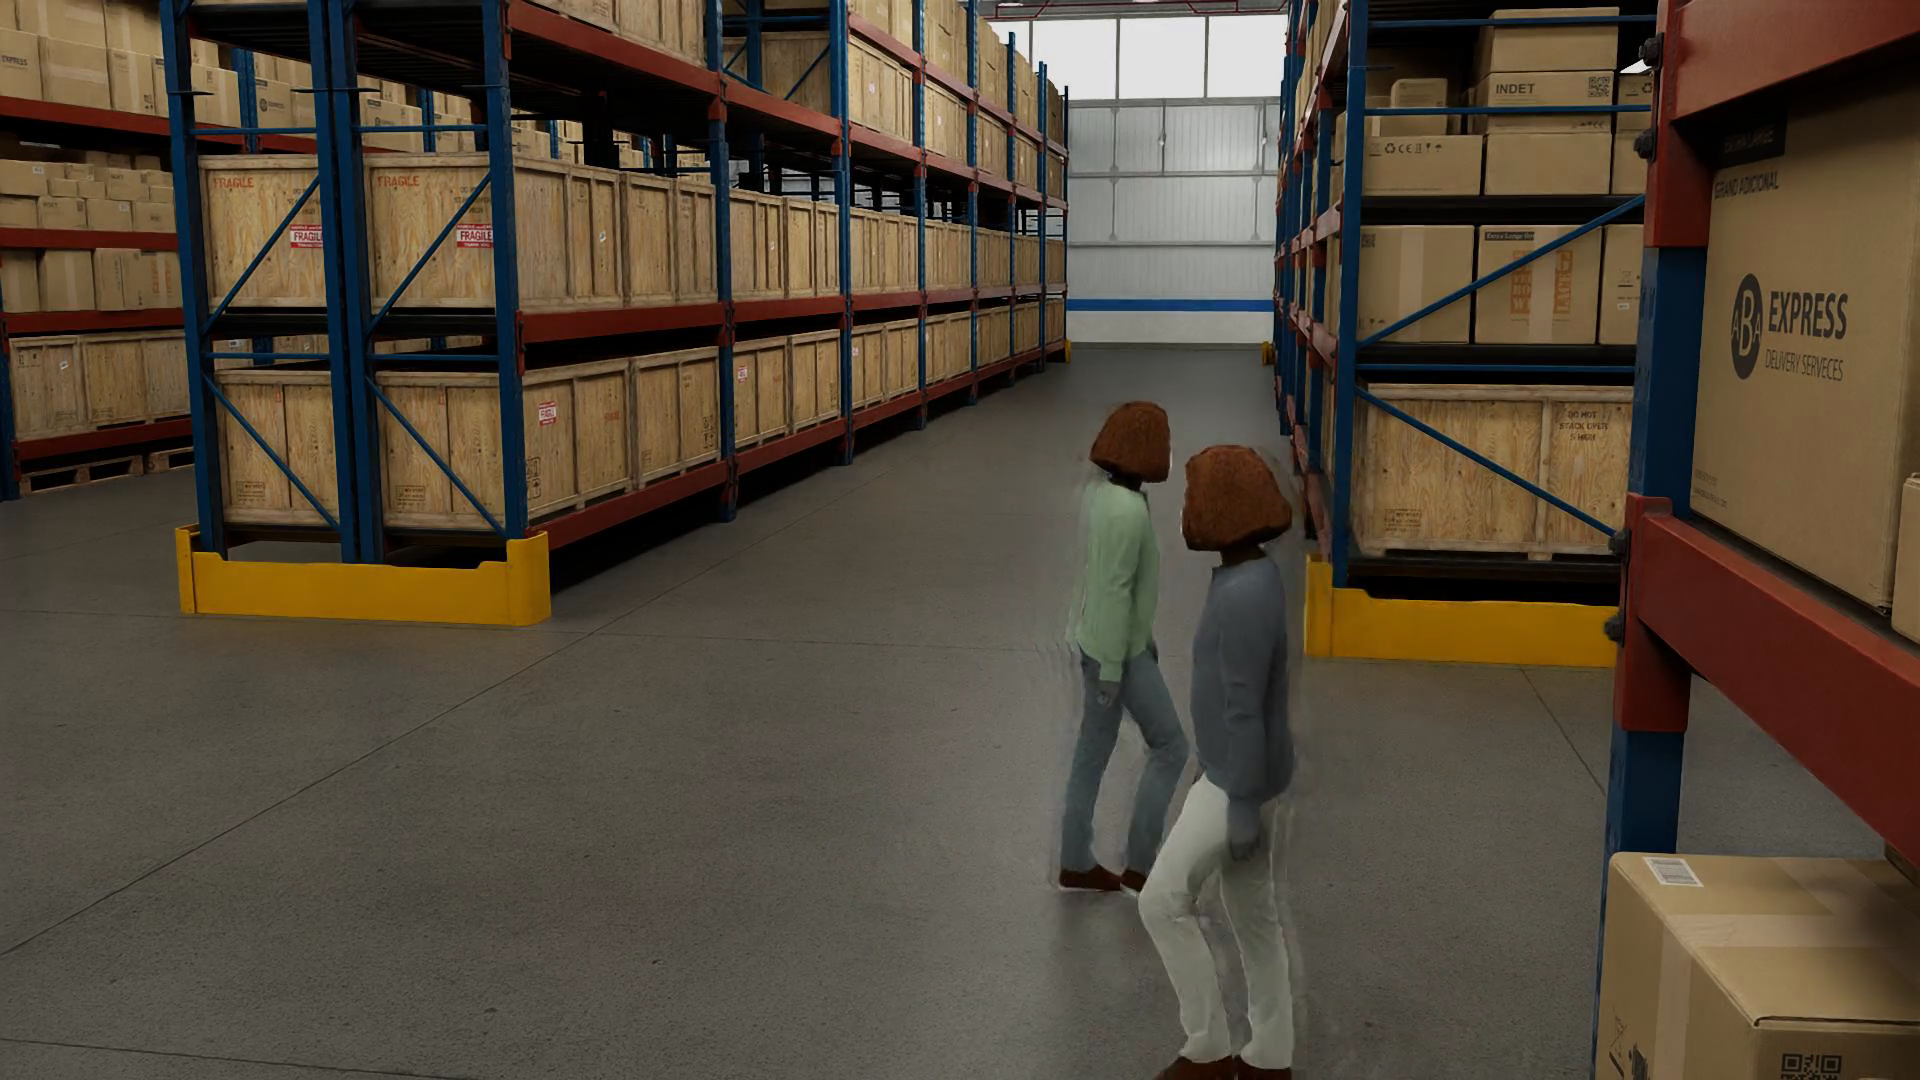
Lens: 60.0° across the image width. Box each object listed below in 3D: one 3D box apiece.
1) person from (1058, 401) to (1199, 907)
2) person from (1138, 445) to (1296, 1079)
[{"bbox_3d":[0.574,0.365,5.324,0.563,1.613,0.503,-1,9,-4],"label":"person"},{"bbox_3d":[0.601,0.579,4.004,0.517,1.614,0.523,2,9,13],"label":"person"}]
